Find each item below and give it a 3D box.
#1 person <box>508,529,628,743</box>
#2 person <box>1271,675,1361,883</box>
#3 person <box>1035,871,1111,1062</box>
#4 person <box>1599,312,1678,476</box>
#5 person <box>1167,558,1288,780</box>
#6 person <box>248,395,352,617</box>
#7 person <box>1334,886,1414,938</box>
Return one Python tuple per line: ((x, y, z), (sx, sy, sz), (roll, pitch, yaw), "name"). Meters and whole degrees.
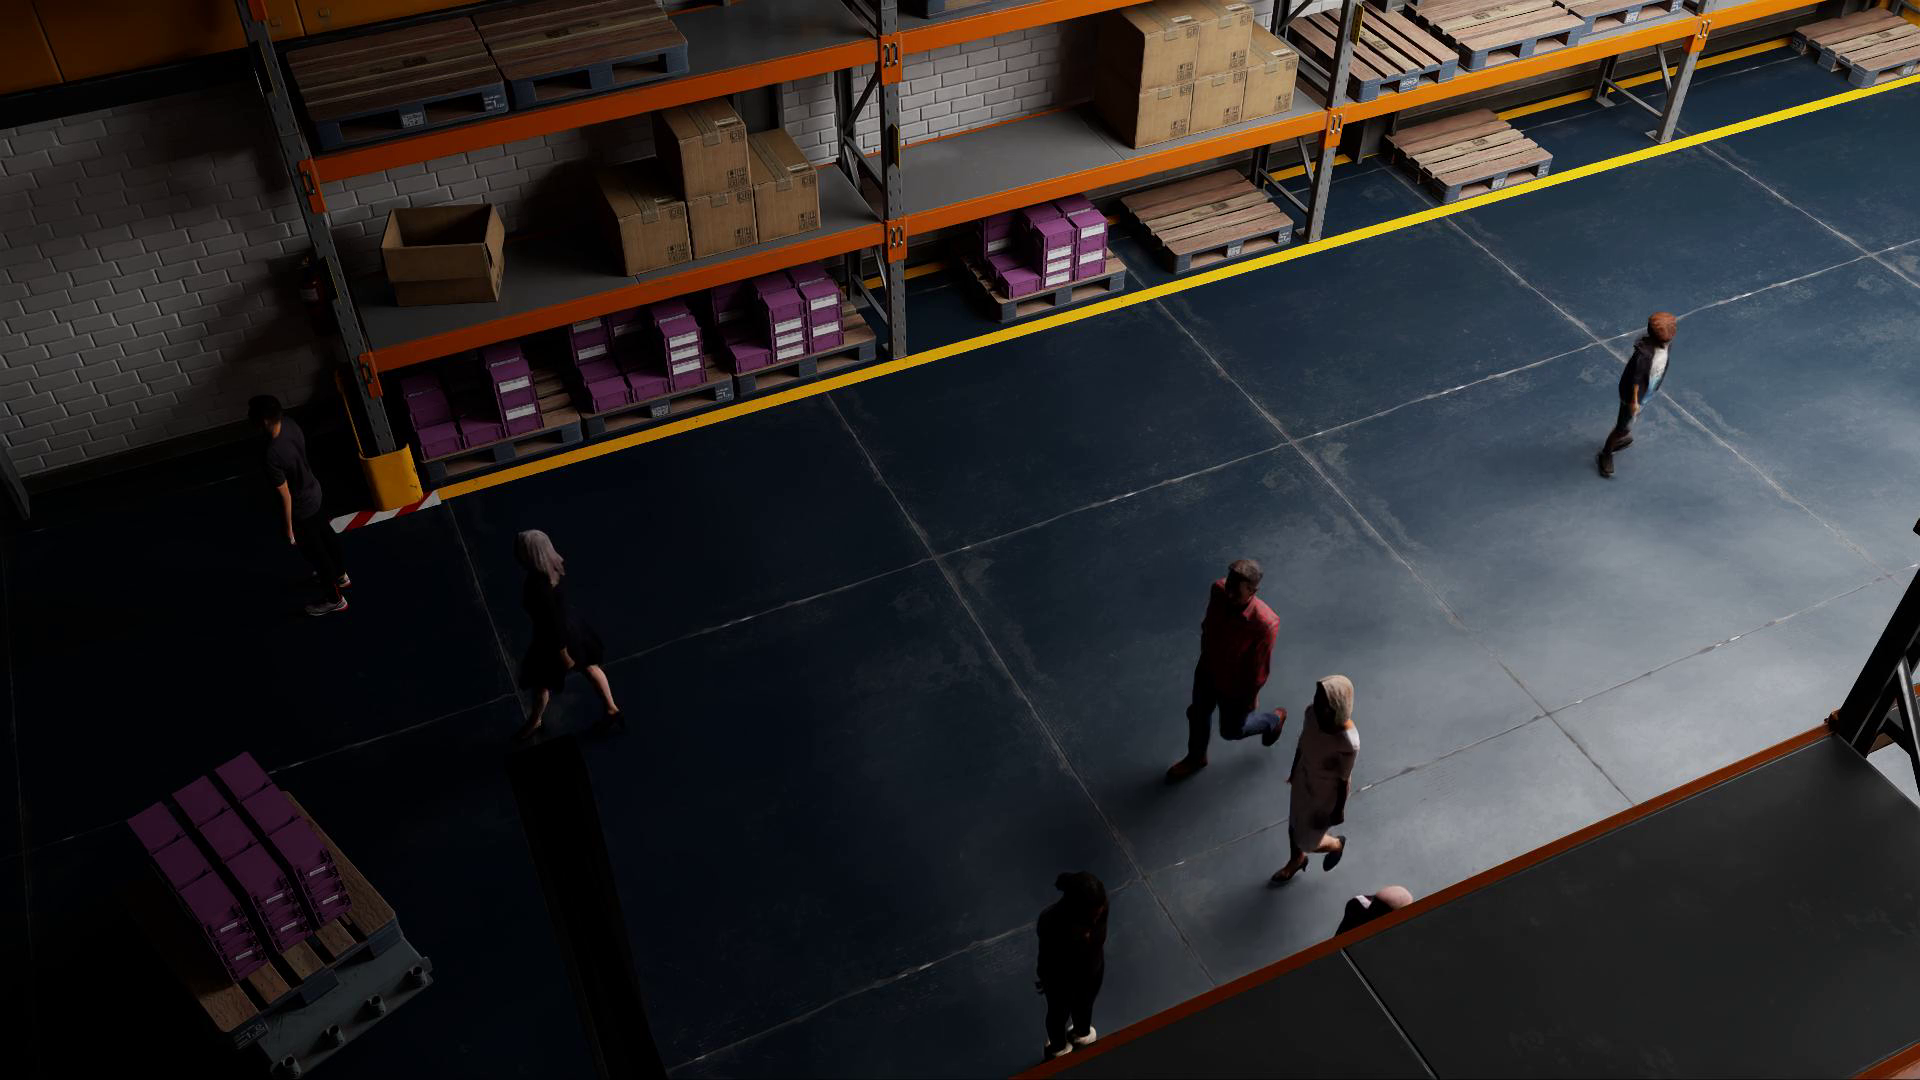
((-2.336, 0.594, 10.074), (1.048, 1.719, 0.817), (-4, 44, -5), "person")
((2.066, 1.349, 9.269), (0.678, 1.736, 0.595), (-20, 47, -20), "person")
((0.567, 2.178, 8.454), (0.590, 1.659, 0.659), (0, 44, 0), "person")
((4.947, -1.131, 12.091), (0.803, 1.434, 0.582), (25, 49, 24), "person")
((1.661, 0.756, 9.838), (1.025, 1.809, 0.788), (-23, 48, -23), "person")
((-4.334, -0.246, 10.922), (0.666, 1.765, 0.700), (-4, 44, -4), "person")
((1.989, 2.269, 8.229), (0.577, 1.837, 0.673), (-21, 47, -20), "person")
